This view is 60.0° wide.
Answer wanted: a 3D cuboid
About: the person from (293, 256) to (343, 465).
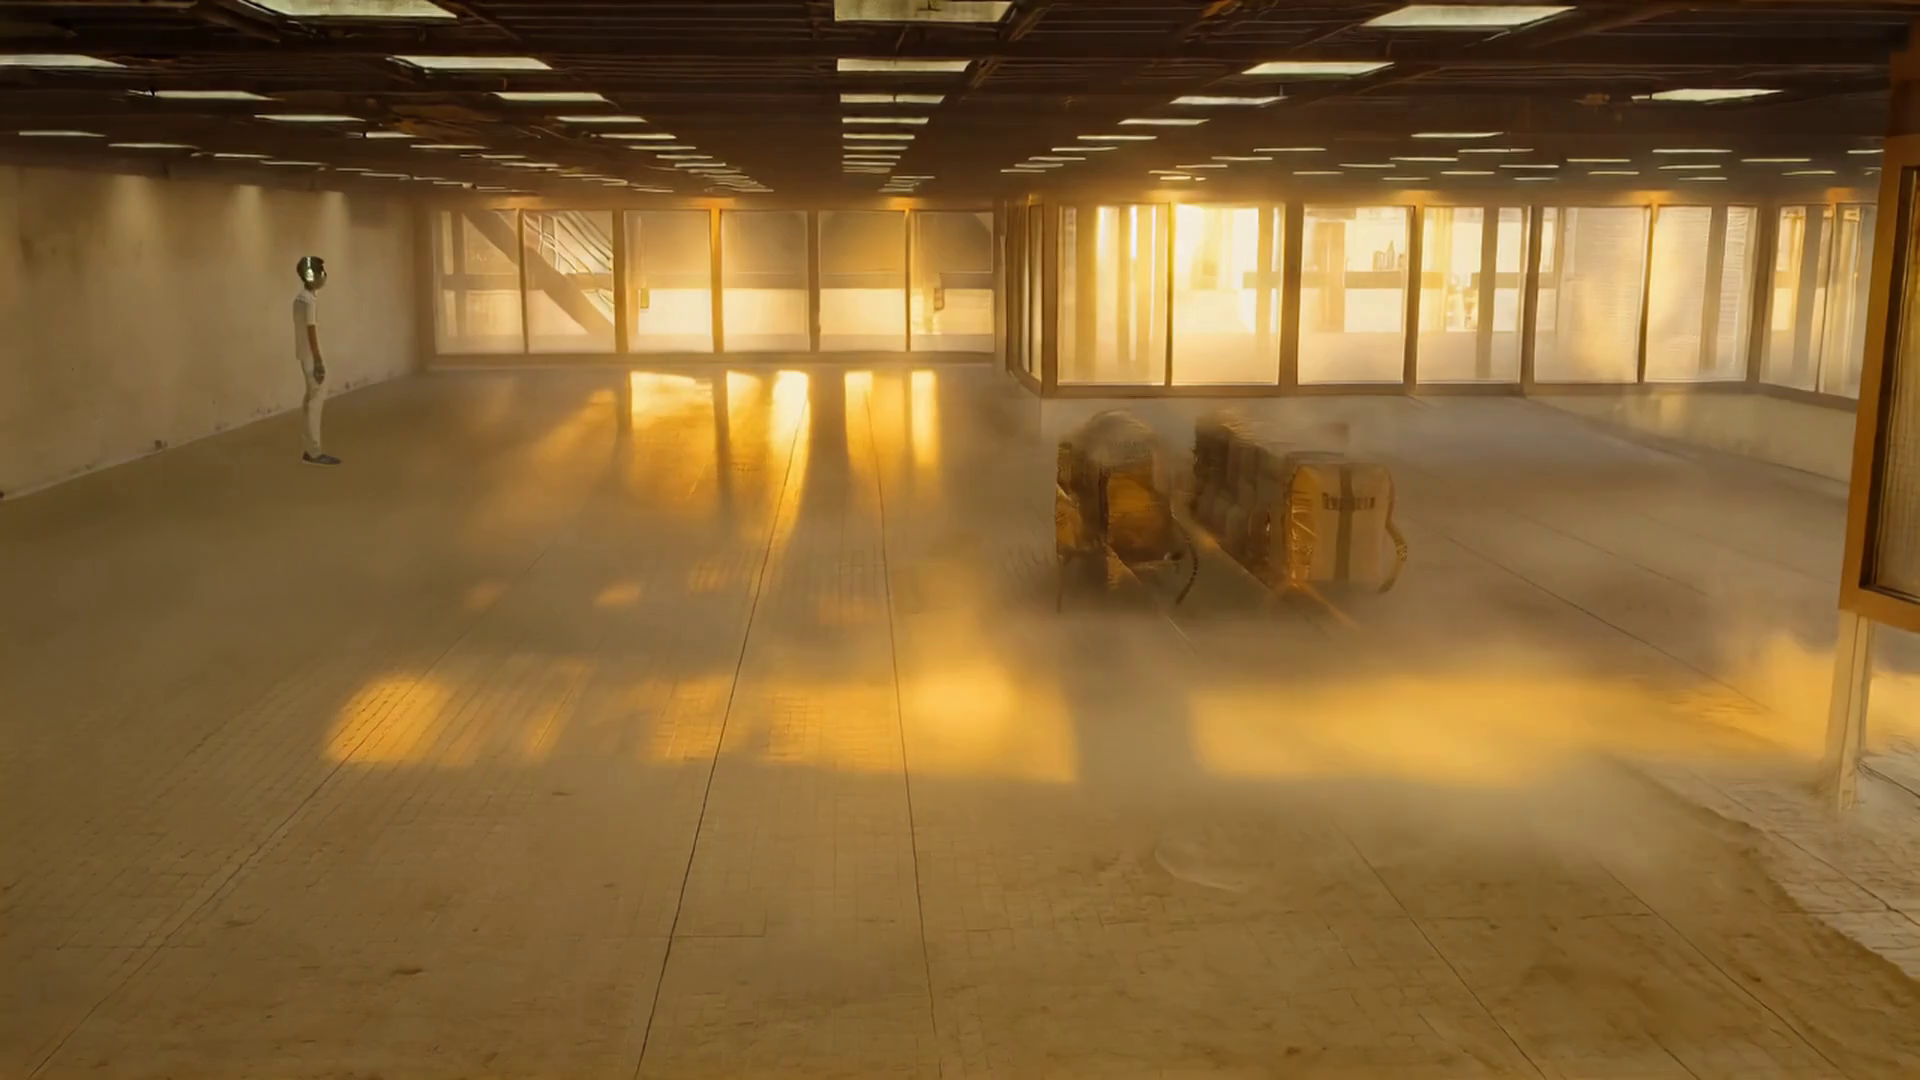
[{"bbox_3d":[-5.801,-1.603,14.939,0.313,1.869,0.528,-6,12,-29],"label":"person"}]
